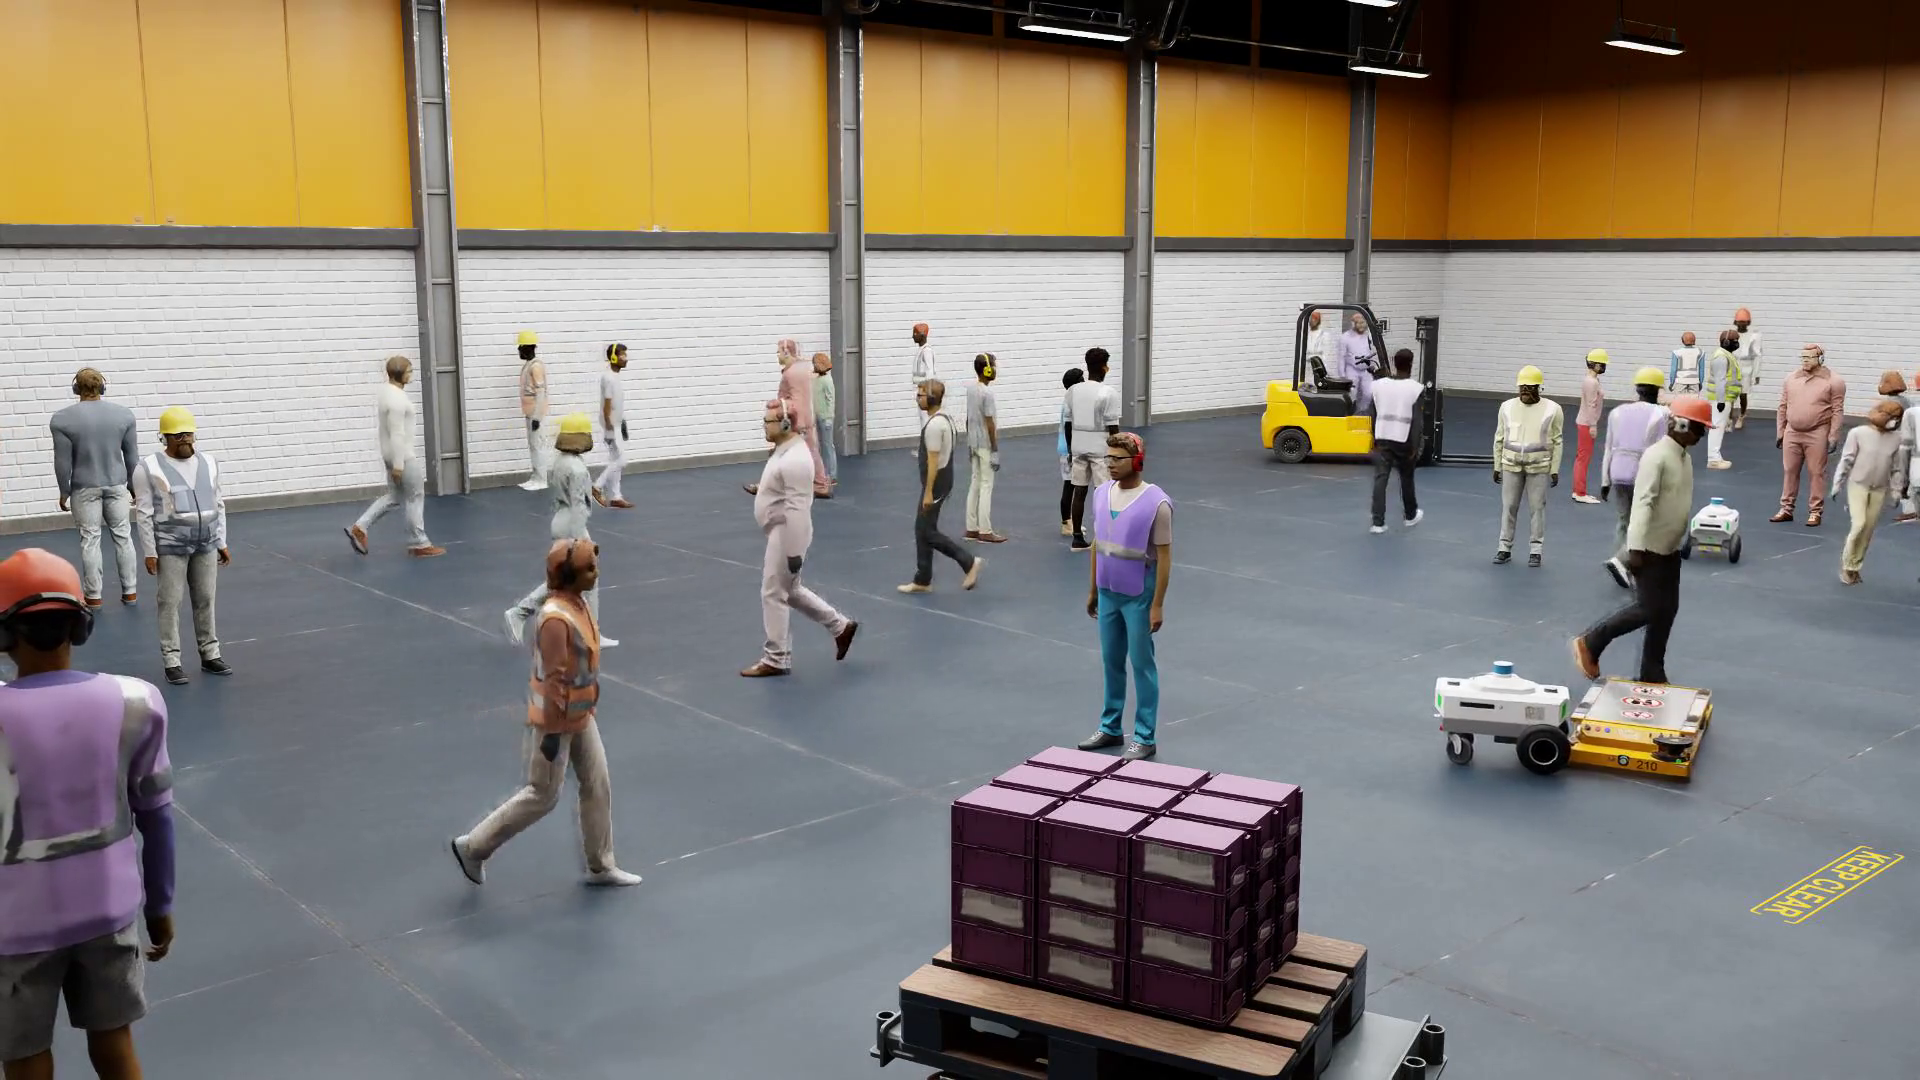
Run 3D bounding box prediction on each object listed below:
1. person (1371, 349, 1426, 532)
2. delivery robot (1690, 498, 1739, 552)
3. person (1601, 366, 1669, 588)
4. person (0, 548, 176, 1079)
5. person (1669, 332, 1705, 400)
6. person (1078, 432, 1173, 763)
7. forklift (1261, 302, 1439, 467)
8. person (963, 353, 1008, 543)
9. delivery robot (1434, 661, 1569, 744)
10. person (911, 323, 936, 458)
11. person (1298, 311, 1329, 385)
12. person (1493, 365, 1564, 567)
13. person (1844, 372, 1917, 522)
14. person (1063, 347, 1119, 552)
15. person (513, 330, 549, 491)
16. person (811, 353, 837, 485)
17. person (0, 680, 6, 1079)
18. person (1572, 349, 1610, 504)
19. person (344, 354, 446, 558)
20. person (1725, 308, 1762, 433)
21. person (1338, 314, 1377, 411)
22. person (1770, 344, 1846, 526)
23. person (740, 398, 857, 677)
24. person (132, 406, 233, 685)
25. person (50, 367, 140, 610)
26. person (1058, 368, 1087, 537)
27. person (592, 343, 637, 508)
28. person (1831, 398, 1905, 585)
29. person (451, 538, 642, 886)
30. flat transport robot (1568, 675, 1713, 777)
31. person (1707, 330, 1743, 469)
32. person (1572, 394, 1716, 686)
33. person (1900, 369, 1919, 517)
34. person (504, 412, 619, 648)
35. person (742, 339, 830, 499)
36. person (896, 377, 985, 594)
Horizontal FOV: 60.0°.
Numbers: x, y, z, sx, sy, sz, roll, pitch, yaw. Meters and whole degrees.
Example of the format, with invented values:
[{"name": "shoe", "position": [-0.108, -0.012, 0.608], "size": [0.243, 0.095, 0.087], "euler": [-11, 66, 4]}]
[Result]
[{"name": "person", "position": [4.503, -1.028, 17.116], "size": [0.607, 1.864, 0.999], "euler": [7, 12, 34]}, {"name": "delivery robot", "position": [7.055, -0.151, 15.540], "size": [0.477, 0.478, 0.707], "euler": [6, 11, 30]}, {"name": "person", "position": [5.672, -0.514, 14.039], "size": [0.709, 1.896, 0.618], "euler": [-8, 12, -38]}, {"name": "person", "position": [-2.492, 1.031, 4.603], "size": [0.407, 2.030, 0.607], "euler": [8, 13, 41]}, {"name": "person", "position": [11.361, -2.434, 26.011], "size": [0.514, 1.640, 0.310], "euler": [1, 10, 9]}, {"name": "person", "position": [0.945, 0.311, 9.334], "size": [0.383, 1.845, 0.570], "euler": [-8, 13, -40]}, {"name": "forklift", "position": [5.320, -2.157, 22.763], "size": [2.313, 2.155, 1.214], "euler": [3, 10, 16]}, {"name": "person", "position": [0.222, -0.897, 16.396], "size": [0.365, 1.879, 0.560], "euler": [-5, 11, -27]}, {"name": "delivery robot", "position": [3.014, 0.919, 9.274], "size": [0.707, 0.478, 0.477], "euler": [3, 10, 18]}, {"name": "person", "position": [-0.508, -2.087, 23.262], "size": [0.337, 1.882, 0.585], "euler": [-2, 10, -10]}, {"name": "person", "position": [6.048, -2.976, 28.479], "size": [0.447, 1.874, 0.612], "euler": [-7, 12, -34]}, {"name": "person", "position": [5.148, -0.672, 15.126], "size": [0.597, 1.831, 0.403], "euler": [6, 11, 30]}, {"name": "person", "position": [9.918, -1.002, 17.774], "size": [0.528, 1.585, 0.856], "euler": [-6, 11, -30]}, {"name": "person", "position": [1.265, -0.845, 15.753], "size": [0.613, 1.962, 0.362], "euler": [8, 13, 40]}, {"name": "person", "position": [-5.154, -1.556, 20.030], "size": [0.384, 1.923, 0.637], "euler": [-5, 11, -26]}, {"name": "person", "position": [-1.688, -1.486, 20.472], "size": [0.269, 1.632, 0.504], "euler": [-4, 11, -24]}, {"name": "person", "position": [-3.034, 1.063, 4.945], "size": [0.625, 1.844, 0.429], "euler": [0, 10, 2]}, {"name": "person", "position": [7.221, -1.303, 19.032], "size": [0.329, 1.763, 0.523], "euler": [3, 10, 16]}, {"name": "person", "position": [-5.272, -0.760, 15.395], "size": [0.808, 1.918, 0.629], "euler": [-5, 11, -28]}, {"name": "person", "position": [12.531, -2.729, 26.706], "size": [0.622, 2.003, 0.938], "euler": [5, 11, 28]}, {"name": "person", "position": [6.423, -2.699, 26.817], "size": [0.678, 1.889, 0.444], "euler": [-2, 10, -9]}, {"name": "person", "position": [8.860, -1.100, 17.416], "size": [0.403, 1.906, 0.651], "euler": [-8, 12, -38]}, {"name": "person", "position": [-1.097, -0.020, 11.167], "size": [0.732, 1.881, 0.652], "euler": [-1, 10, -7]}, {"name": "person", "position": [-5.135, 0.026, 11.040], "size": [0.404, 1.833, 0.590], "euler": [7, 12, 37]}, {"name": "person", "position": [-6.885, -0.411, 13.293], "size": [0.631, 1.940, 0.372], "euler": [-8, 13, -40]}, {"name": "person", "position": [1.143, -0.880, 16.735], "size": [0.316, 1.700, 0.540], "euler": [1, 10, 7]}, {"name": "person", "position": [-3.857, -1.257, 18.507], "size": [0.428, 1.853, 0.543], "euler": [0, 10, 0]}, {"name": "person", "position": [7.782, -0.405, 14.205], "size": [0.553, 1.605, 0.518], "euler": [1, 10, 4]}, {"name": "person", "position": [-1.837, 0.780, 7.308], "size": [0.744, 1.608, 0.534], "euler": [0, 10, 1]}, {"name": "flat transport robot", "position": [3.939, 1.049, 9.618], "size": [0.652, 0.197, 1.431], "euler": [5, 11, 28]}, {"name": "person", "position": [10.170, -1.873, 22.132], "size": [0.429, 1.841, 0.633], "euler": [5, 11, 29]}, {"name": "person", "position": [4.395, 0.034, 10.643], "size": [0.672, 1.952, 0.690], "euler": [9, 13, 42]}, {"name": "person", "position": [8.253, -0.520, 14.047], "size": [0.435, 1.894, 0.602], "euler": [-8, 13, -40]}, {"name": "person", "position": [-2.844, -0.047, 11.805], "size": [0.709, 1.722, 0.492], "euler": [-6, 11, -30]}, {"name": "person", "position": [-1.987, -1.377, 19.195], "size": [1.021, 1.849, 0.646], "euler": [1, 10, 6]}, {"name": "person", "position": [-0.171, -0.429, 13.731], "size": [0.655, 1.827, 0.535], "euler": [-1, 10, -3]}]
